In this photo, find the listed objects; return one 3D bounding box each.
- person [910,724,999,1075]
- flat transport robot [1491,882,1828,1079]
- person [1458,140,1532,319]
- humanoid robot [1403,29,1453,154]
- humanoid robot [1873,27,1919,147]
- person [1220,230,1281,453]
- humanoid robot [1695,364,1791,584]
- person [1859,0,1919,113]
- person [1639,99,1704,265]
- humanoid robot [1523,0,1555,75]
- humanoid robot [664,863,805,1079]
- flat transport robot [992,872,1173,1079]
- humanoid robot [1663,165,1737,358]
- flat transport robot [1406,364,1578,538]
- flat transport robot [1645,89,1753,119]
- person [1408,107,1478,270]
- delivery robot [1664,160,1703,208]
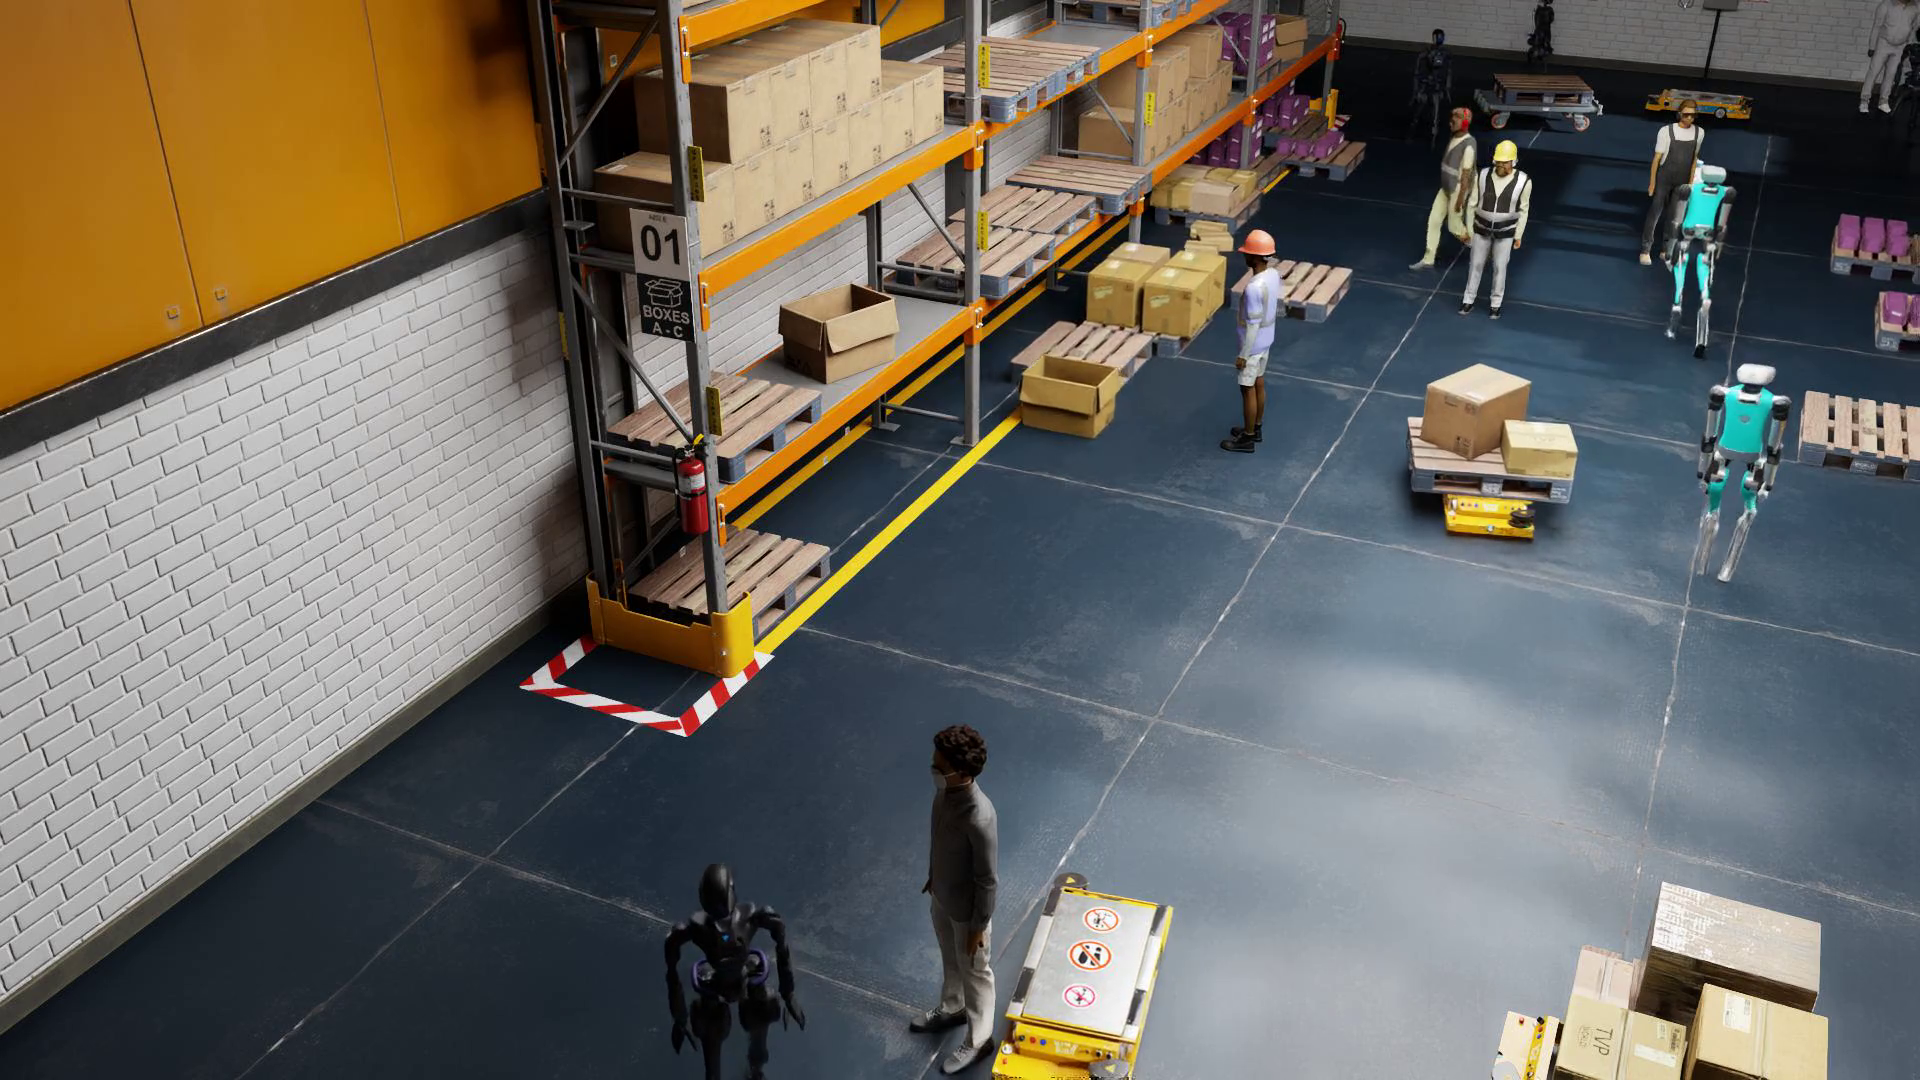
[{"bbox_3d":[0.010,1.683,7.893,0.394,1.899,0.535,-14,31,-24],"label":"person"},{"bbox_3d":[3.262,2.645,7.824,1.431,0.231,0.659,13,31,22],"label":"flat transport robot"},{"bbox_3d":[5.440,-3.160,16.940,0.598,1.831,0.404,12,31,22],"label":"person"},{"bbox_3d":[6.403,-6.147,22.692,0.591,1.639,0.764,-5,29,-9],"label":"humanoid robot"},{"bbox_3d":[13.005,-6.181,22.723,0.604,1.638,0.612,-14,32,-25],"label":"humanoid robot"},{"bbox_3d":[2.465,-1.677,14.082,0.354,1.936,0.550,14,31,24],"label":"person"},{"bbox_3d":[5.661,-0.492,12.123,0.560,1.820,0.716,16,32,28],"label":"humanoid robot"},{"bbox_3d":[13.687,-7.253,24.449,0.649,1.912,0.413,0,28,0],"label":"person"},{"bbox_3d":[7.883,-3.958,18.406,0.512,1.845,0.340,-1,28,-2],"label":"person"},{"bbox_3d":[8.751,-7.510,25.211,0.738,1.641,0.603,22,35,34],"label":"humanoid robot"},{"bbox_3d":[-1.000,2.075,7.450,0.608,1.624,0.700,-7,29,-13],"label":"humanoid robot"},{"bbox_3d":[0.656,2.268,8.522,0.659,0.231,1.431,8,29,14],"label":"flat transport robot"},{"bbox_3d":[7.189,-2.653,16.131,0.553,1.793,0.918,4,29,7],"label":"humanoid robot"},{"bbox_3d":[4.258,-0.442,13.547,0.659,0.231,1.431,5,29,9],"label":"flat transport robot"},{"bbox_3d":[11.016,-6.498,24.777,1.431,0.231,0.659,13,31,22],"label":"flat transport robot"},{"bbox_3d":[5.442,-3.820,18.177,0.797,1.815,0.574,-4,29,-7],"label":"person"},{"bbox_3d":[9.058,-4.369,20.549,0.499,0.614,0.815,17,33,29],"label":"delivery robot"}]
